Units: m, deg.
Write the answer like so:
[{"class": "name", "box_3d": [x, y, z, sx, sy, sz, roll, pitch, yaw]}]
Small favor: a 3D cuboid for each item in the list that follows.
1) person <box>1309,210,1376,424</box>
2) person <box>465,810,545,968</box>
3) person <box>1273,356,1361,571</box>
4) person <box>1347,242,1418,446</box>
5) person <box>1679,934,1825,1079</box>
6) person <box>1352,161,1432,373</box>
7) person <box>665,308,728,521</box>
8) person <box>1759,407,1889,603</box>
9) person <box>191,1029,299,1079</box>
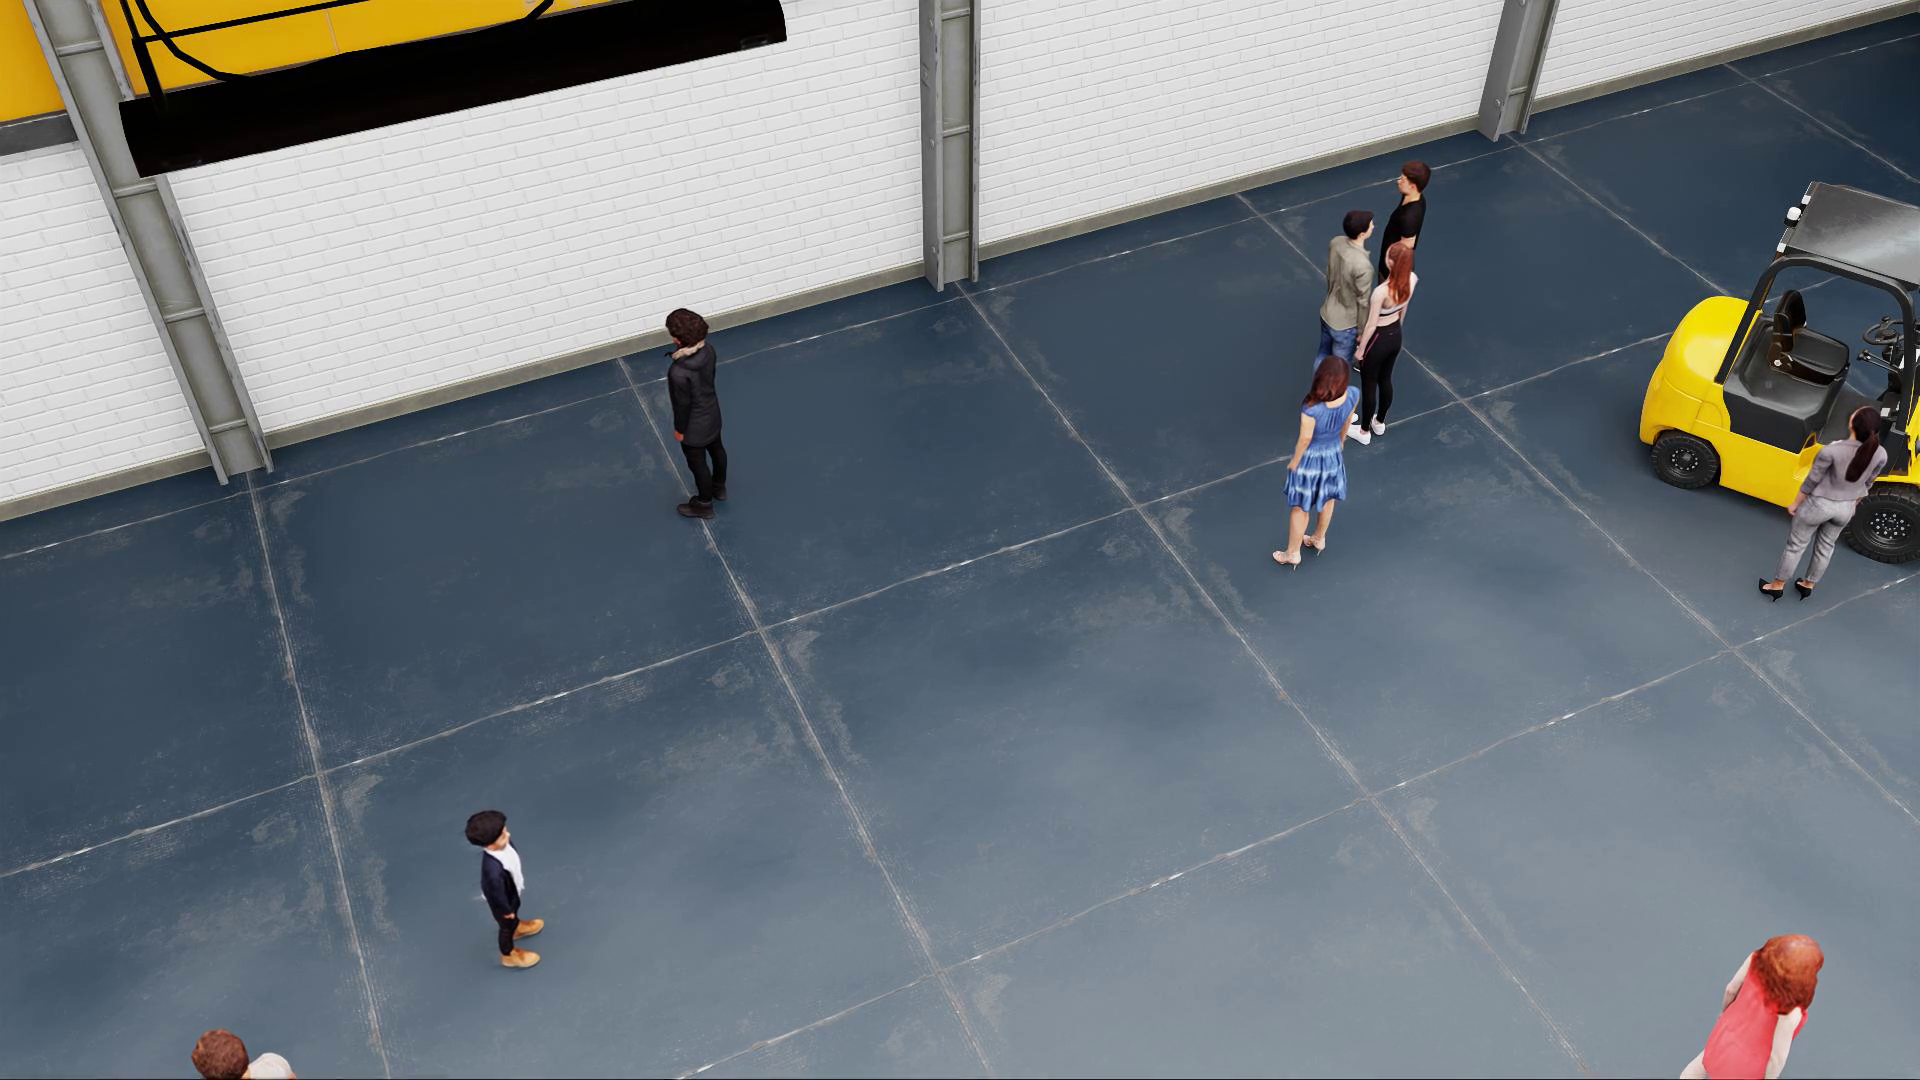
[{"class": "person", "box_3d": [2.900, -1.695, 12.654, 0.600, 1.865, 0.710, -14, 45, -15]}, {"class": "person", "box_3d": [-2.568, 1.937, 9.310, 0.555, 1.220, 0.561, -3, 44, -3]}, {"class": "person", "box_3d": [2.460, -0.533, 11.478, 0.545, 1.806, 0.754, -24, 49, -23]}, {"class": "person", "box_3d": [3.181, -1.483, 12.521, 0.494, 1.742, 0.679, -26, 49, -24]}, {"class": "person", "box_3d": [3.880, 2.518, 8.259, 0.599, 1.828, 0.643, -6, 44, -6]}, {"class": "person", "box_3d": [3.457, -2.162, 13.147, 0.788, 1.862, 0.767, 7, 44, 8]}, {"class": "person", "box_3d": [-1.870, -0.902, 11.883, 0.798, 1.781, 0.729, 17, 46, 17]}, {"class": "person", "box_3d": [5.854, -0.218, 11.240, 0.672, 1.679, 0.774, 0, 44, 0]}, {"class": "person", "box_3d": [-3.232, 2.872, 7.836, 0.798, 1.898, 0.703, 20, 47, 20]}]
